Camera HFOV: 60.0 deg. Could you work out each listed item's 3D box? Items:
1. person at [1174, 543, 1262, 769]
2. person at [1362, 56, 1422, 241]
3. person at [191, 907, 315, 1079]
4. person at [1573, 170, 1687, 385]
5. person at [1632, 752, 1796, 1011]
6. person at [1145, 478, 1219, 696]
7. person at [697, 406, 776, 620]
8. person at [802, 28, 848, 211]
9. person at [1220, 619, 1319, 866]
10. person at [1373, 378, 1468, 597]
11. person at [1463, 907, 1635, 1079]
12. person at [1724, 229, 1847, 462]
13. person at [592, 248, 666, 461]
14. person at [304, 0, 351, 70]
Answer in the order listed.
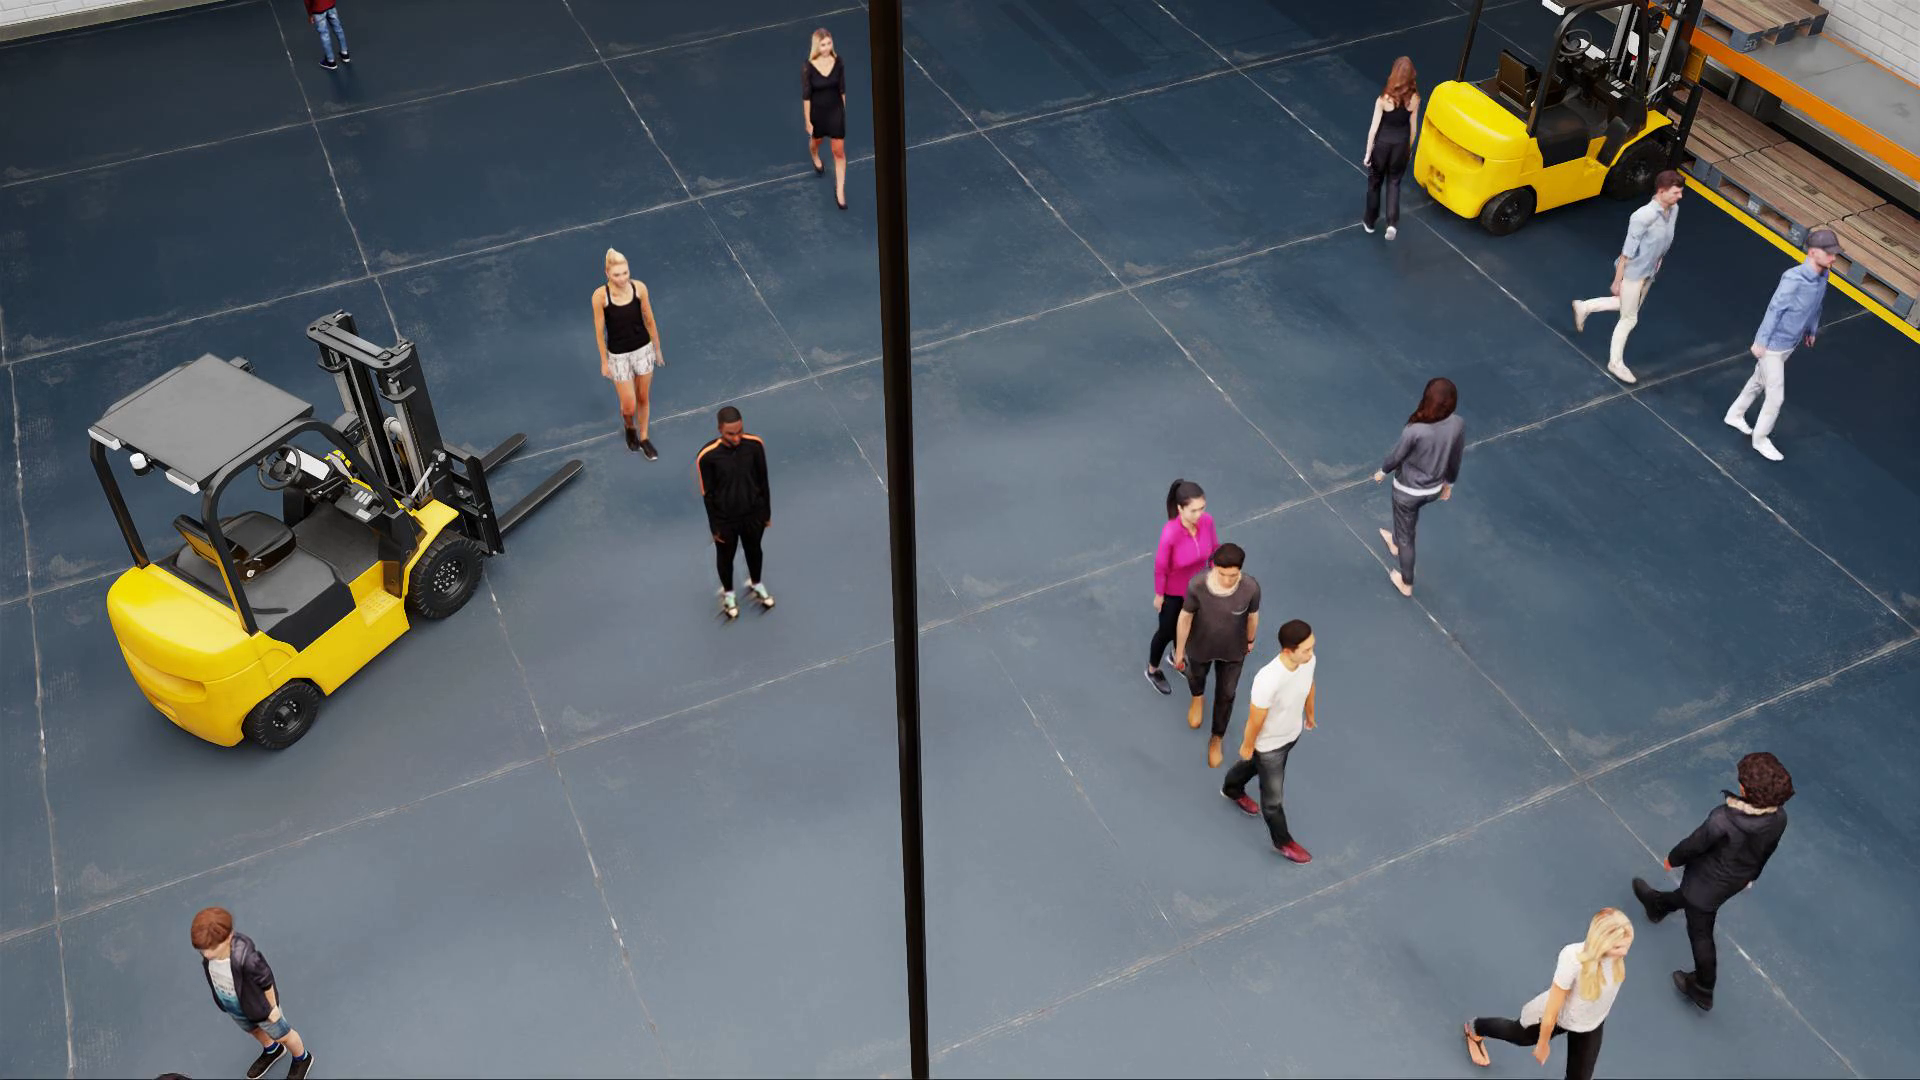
[{"bbox_3d":[1.615,0.574,10.474,0.924,1.692,1.023,8,44,8],"label":"person"},{"bbox_3d":[3.794,-3.381,14.595,0.801,1.736,0.984,-1,44,-1],"label":"person"},{"bbox_3d":[-3.736,2.404,8.731,0.622,1.446,0.681,14,45,14],"label":"person"},{"bbox_3d":[5.320,-2.176,13.265,0.782,1.825,1.104,-26,50,-25],"label":"person"},{"bbox_3d":[4.169,1.888,9.064,0.725,1.735,1.140,-11,45,-11],"label":"person"},{"bbox_3d":[1.429,0.253,10.817,0.639,1.694,0.656,-24,49,-23],"label":"person"},{"bbox_3d":[-1.508,-0.204,11.210,0.614,1.804,0.557,-16,46,-16],"label":"person"},{"bbox_3d":[-1.257,-3.911,15.220,0.632,1.639,1.085,-14,45,-14],"label":"person"},{"bbox_3d":[1.815,1.094,9.876,1.086,1.775,0.895,33,53,30],"label":"person"},{"bbox_3d":[3.175,-0.313,11.367,0.652,1.744,0.873,-14,45,-15],"label":"person"},{"bbox_3d":[3.014,2.372,8.522,0.690,1.781,1.205,-21,47,-20],"label":"person"},{"bbox_3d":[6.157,-1.570,12.594,0.761,1.872,0.882,-26,49,-25],"label":"person"},{"bbox_3d":[-2.515,-1.443,12.484,0.643,1.840,0.645,-21,47,-21],"label":"person"},{"bbox_3d":[-6.586,-5.504,17.172,0.613,1.254,0.584,29,51,27],"label":"person"}]
